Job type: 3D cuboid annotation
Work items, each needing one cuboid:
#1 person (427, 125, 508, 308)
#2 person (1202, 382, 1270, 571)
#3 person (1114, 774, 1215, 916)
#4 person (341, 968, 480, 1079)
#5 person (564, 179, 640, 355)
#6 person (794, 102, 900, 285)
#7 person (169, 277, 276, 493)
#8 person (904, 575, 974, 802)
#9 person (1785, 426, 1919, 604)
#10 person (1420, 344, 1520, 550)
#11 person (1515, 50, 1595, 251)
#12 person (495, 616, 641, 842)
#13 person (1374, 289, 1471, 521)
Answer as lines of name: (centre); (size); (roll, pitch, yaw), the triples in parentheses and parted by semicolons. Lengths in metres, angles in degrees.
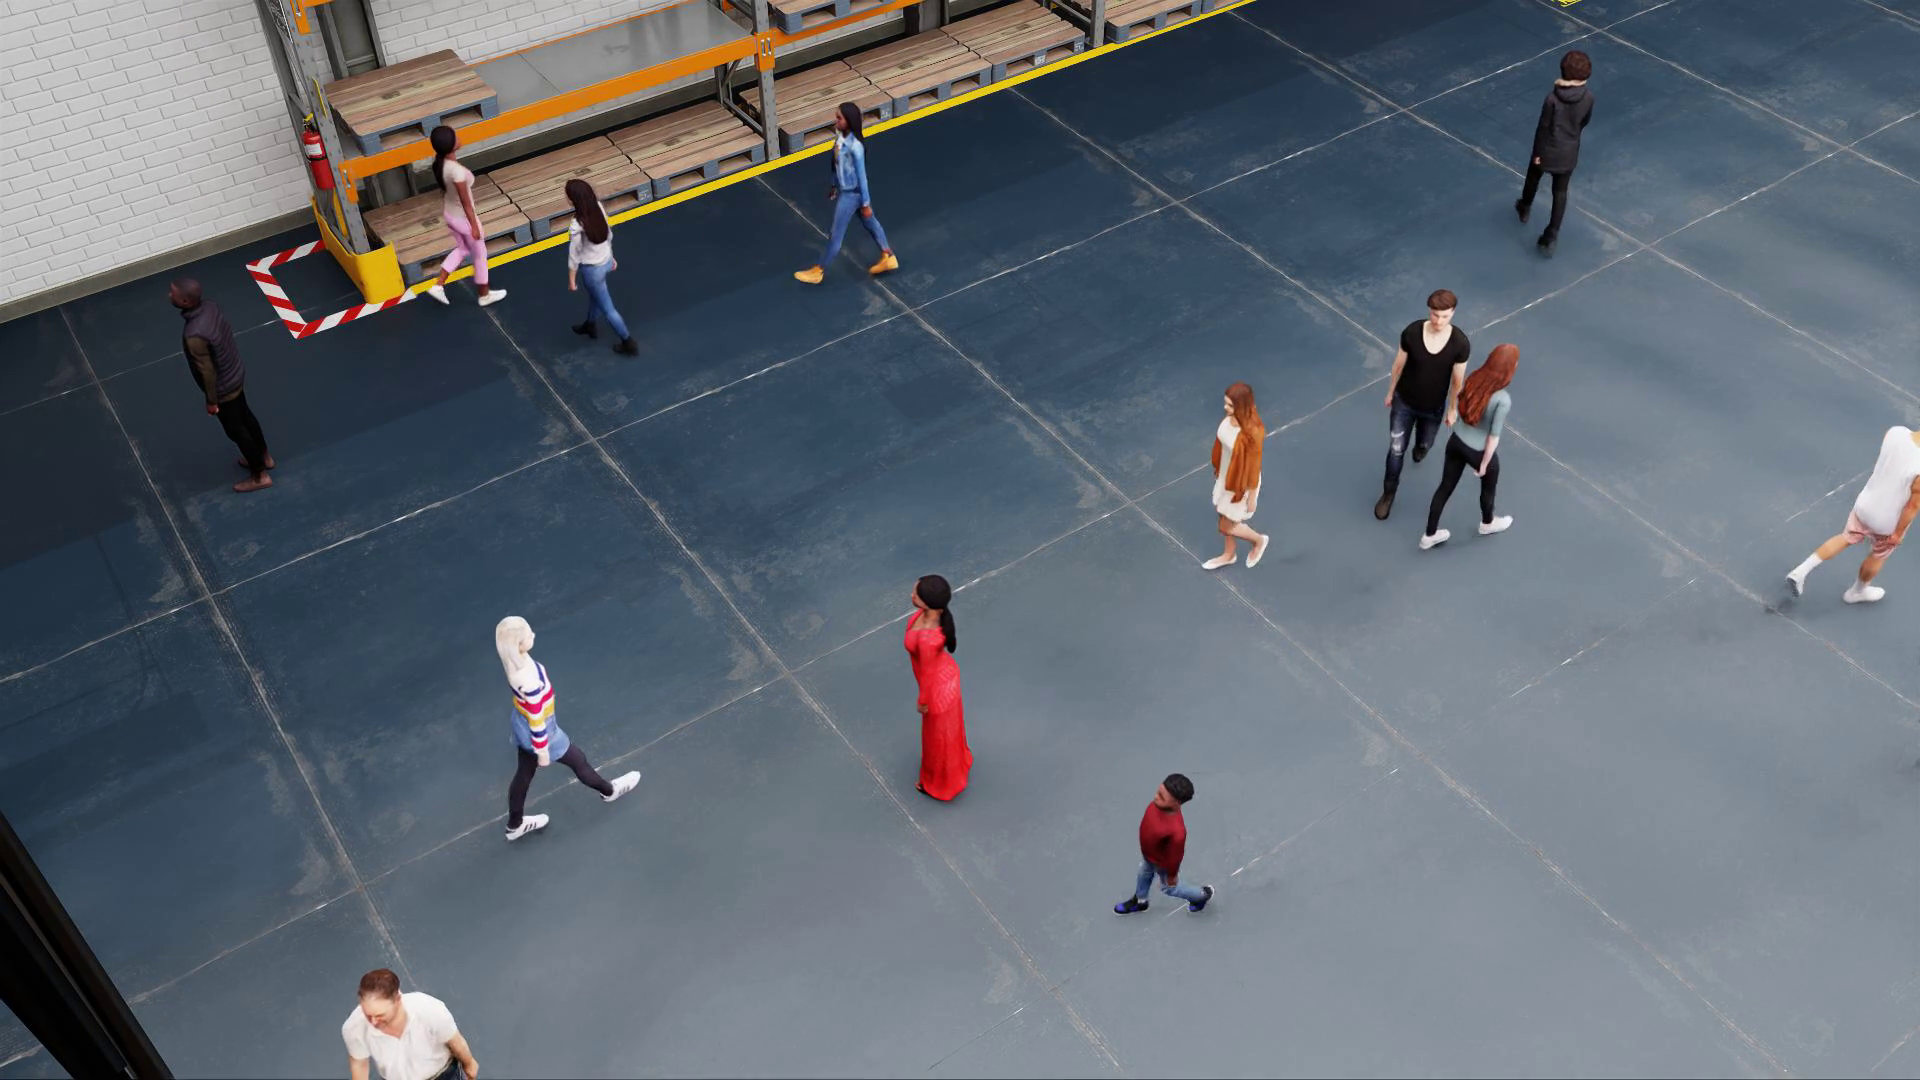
person: (-4.194, -2.609, 13.730); (0.918, 1.724, 0.667); (-33, 52, -30)
person: (1.987, -0.440, 11.473); (0.793, 1.697, 0.735); (-16, 46, -16)
person: (1.216, 1.760, 9.494); (0.865, 1.241, 0.685); (-8, 44, -9)
person: (-2.636, 2.556, 8.245); (1.231, 1.812, 1.210); (1, 44, 1)
person: (-2.860, -2.154, 13.341); (0.968, 1.603, 0.956); (14, 45, 14)
person: (-0.820, -2.928, 14.106); (1.252, 1.668, 0.888); (-12, 45, -12)
person: (-5.373, -1.147, 12.114); (0.748, 1.836, 0.775); (-6, 44, -6)
person: (-0.131, 0.880, 10.024); (0.809, 1.785, 0.759); (3, 44, 3)
person: (6.128, -0.206, 11.175); (1.099, 1.770, 0.868); (-10, 44, -10)
person: (3.512, -0.603, 11.635); (0.970, 1.711, 0.652); (-20, 47, -20)
person: (5.234, -3.363, 14.500); (1.110, 1.754, 1.105); (2, 44, 2)
person: (-2.567, 1.140, 9.770); (1.108, 1.759, 0.706); (-23, 48, -22)
person: (3.342, -1.063, 11.999); (1.054, 1.874, 1.219); (16, 46, 16)
